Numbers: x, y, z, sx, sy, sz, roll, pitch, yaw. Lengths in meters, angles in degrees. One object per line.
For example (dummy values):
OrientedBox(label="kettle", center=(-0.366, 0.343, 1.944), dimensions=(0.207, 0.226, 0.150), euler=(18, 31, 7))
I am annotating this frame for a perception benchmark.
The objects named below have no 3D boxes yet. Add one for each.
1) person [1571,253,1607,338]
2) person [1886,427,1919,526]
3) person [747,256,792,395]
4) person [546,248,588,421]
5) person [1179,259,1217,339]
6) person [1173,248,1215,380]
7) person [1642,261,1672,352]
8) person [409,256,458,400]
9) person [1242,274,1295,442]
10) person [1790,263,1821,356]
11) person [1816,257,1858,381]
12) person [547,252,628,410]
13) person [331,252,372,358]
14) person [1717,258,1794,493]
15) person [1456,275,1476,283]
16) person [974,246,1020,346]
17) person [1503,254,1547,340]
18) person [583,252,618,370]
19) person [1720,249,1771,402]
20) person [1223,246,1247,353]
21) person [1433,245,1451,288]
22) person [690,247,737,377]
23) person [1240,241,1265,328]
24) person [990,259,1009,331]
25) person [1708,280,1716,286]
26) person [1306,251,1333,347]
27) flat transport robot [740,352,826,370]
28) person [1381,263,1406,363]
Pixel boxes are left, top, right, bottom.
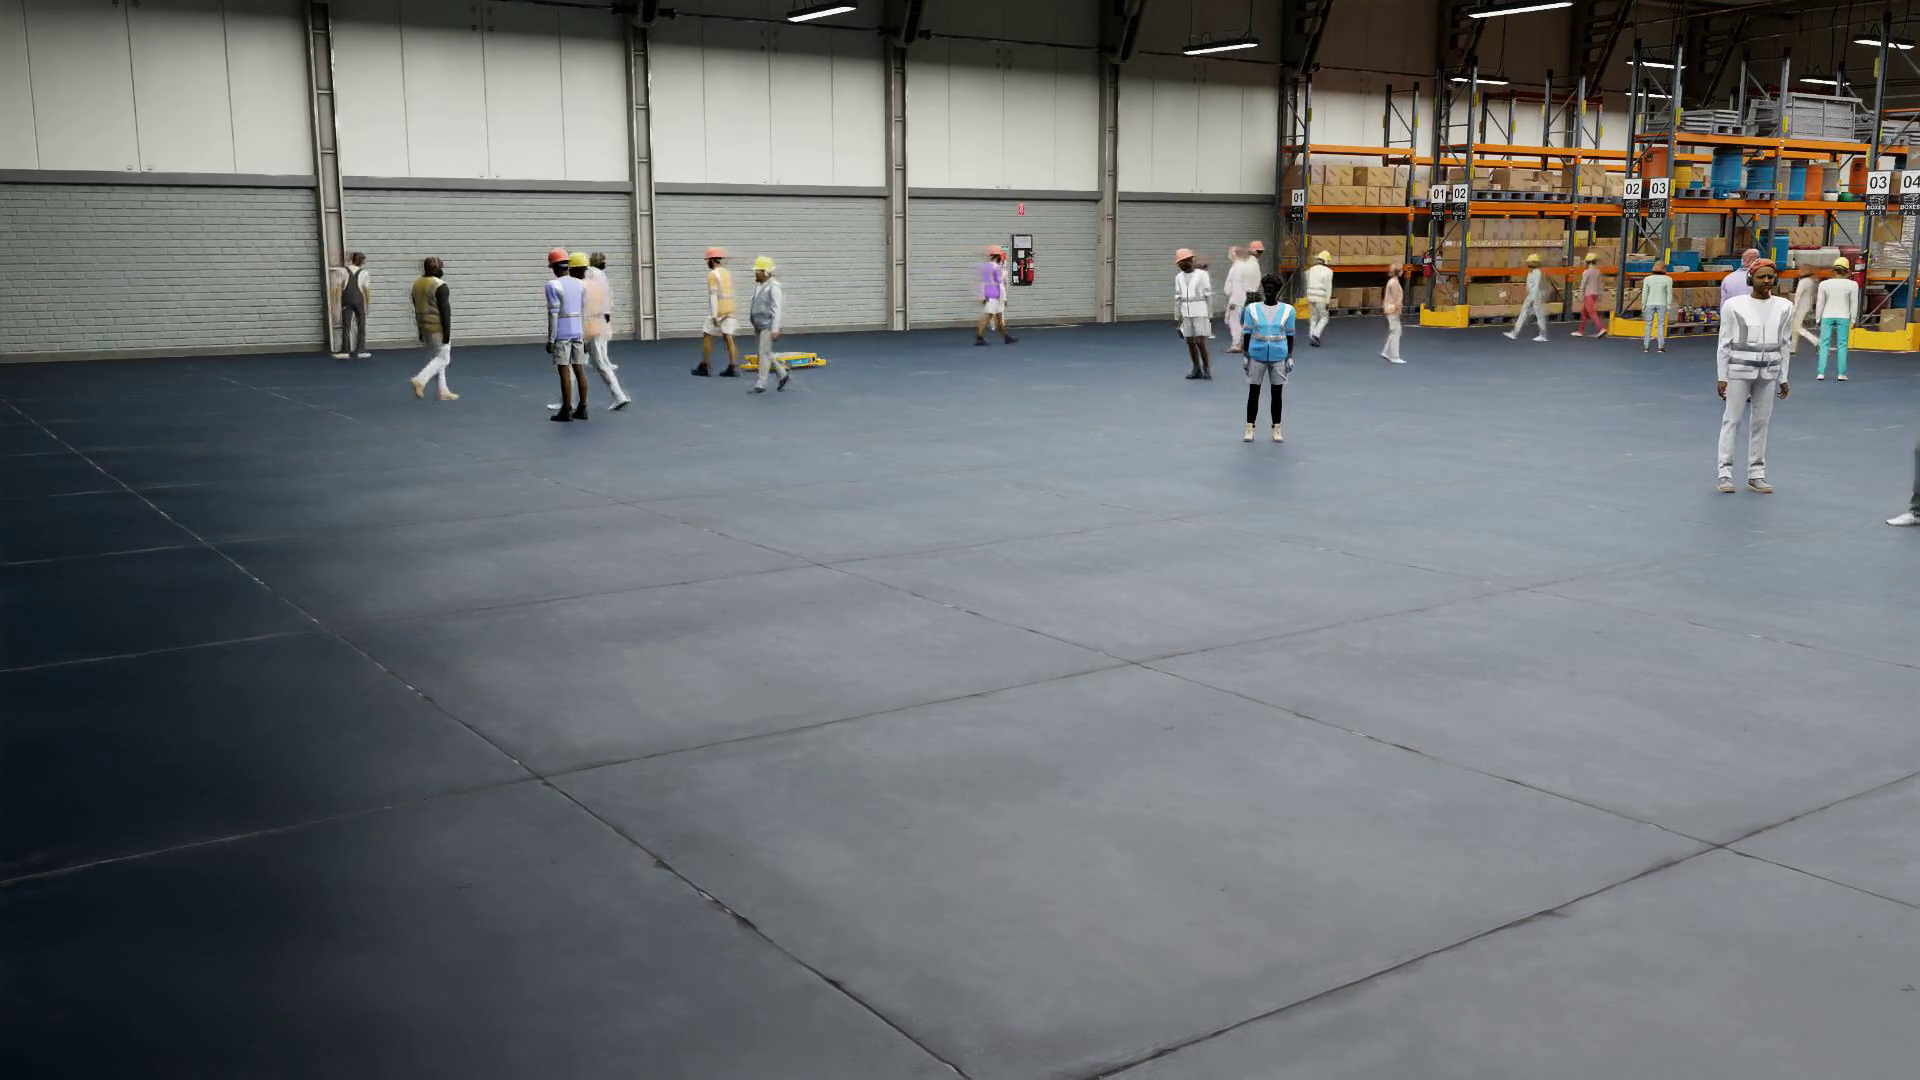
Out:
OrientedBox(label="person", center=(12.947, -5.009, 34.049), dimensions=(0.523, 1.730, 0.865), euler=(-7, 13, -35))
OrientedBox(label="person", center=(7.133, -1.020, 11.785), dimensions=(0.888, 1.895, 0.589), euler=(-1, 10, -7))
OrientedBox(label="person", center=(-2.516, -2.812, 21.824), dimensions=(0.632, 1.833, 0.605), euler=(-6, 12, -31))
OrientedBox(label="person", center=(-4.425, -2.288, 18.617), dimensions=(0.382, 1.927, 0.542), euler=(7, 13, 34))
OrientedBox(label="person", center=(4.818, -4.871, 33.643), dimensions=(0.762, 1.611, 0.519), euler=(-6, 12, -28))
OrientedBox(label="person", center=(3.345, -3.241, 23.939), dimensions=(0.583, 1.889, 0.496), euler=(9, 14, 41))
OrientedBox(label="person", center=(12.464, -4.177, 29.771), dimensions=(0.502, 1.632, 0.279), euler=(7, 12, 33))
OrientedBox(label="person", center=(-6.611, -2.619, 20.747), dimensions=(0.631, 1.822, 0.725), euler=(7, 13, 35))
OrientedBox(label="person", center=(3.090, -1.821, 16.694), dimensions=(0.529, 1.692, 0.321), euler=(2, 10, 8))
OrientedBox(label="person", center=(14.550, -3.961, 28.648), dimensions=(0.635, 1.612, 0.512), euler=(8, 13, 36))
OrientedBox(label="person", center=(12.579, -3.169, 23.884), dimensions=(0.530, 1.767, 0.328), euler=(7, 12, 32))
OrientedBox(label="person", center=(-4.412, -2.459, 19.692), dimensions=(0.984, 1.883, 0.588), euler=(4, 11, 20))
OrientedBox(label="person", center=(-10.383, -3.981, 28.260), dimensions=(0.708, 1.812, 0.357), euler=(-3, 11, -17))
OrientedBox(label="person", center=(6.391, -1.315, 13.401), dimensions=(0.576, 1.882, 0.355), euler=(0, 10, 2))
OrientedBox(label="person", center=(12.546, -6.374, 41.160), dimensions=(0.950, 1.882, 0.600), euler=(-10, 14, -42))
OrientedBox(label="person", center=(0.679, -4.623, 31.534), dimensions=(0.985, 1.883, 0.568), euler=(-5, 11, -24))
OrientedBox(label="person", center=(11.293, -4.807, 33.022), dimensions=(0.873, 1.693, 0.508), euler=(0, 10, -2))
OrientedBox(label="person", center=(-5.601, -3.514, 25.602), dimensions=(0.609, 1.830, 0.638), euler=(-6, 12, -29))
OrientedBox(label="person", center=(9.859, -2.683, 20.837), dimensions=(0.405, 1.909, 0.636), euler=(-7, 13, -35))
OrientedBox(label="person", center=(4.908, -4.256, 29.512), dimensions=(0.465, 1.888, 0.648), euler=(1, 10, 7))
OrientedBox(label="person", center=(12.411, -6.684, 42.865), dimensions=(0.328, 1.873, 0.518), euler=(-9, 14, -41))
OrientedBox(label="person", center=(-3.647, -3.362, 24.564), dimensions=(0.850, 1.898, 0.543), euler=(6, 12, 28))
OrientedBox(label="person", center=(5.990, -5.039, 33.580), dimensions=(0.749, 1.963, 0.649), euler=(4, 11, 19))
OrientedBox(label="person", center=(0.814, -5.362, 36.394), dimensions=(0.517, 1.583, 0.904), euler=(-1, 10, -5))
OrientedBox(label="person", center=(20.841, -7.357, 46.273), dimensions=(0.875, 1.994, 0.621), euler=(-5, 12, -27))
OrientedBox(label="person", center=(6.703, -4.480, 30.987), dimensions=(0.464, 1.802, 0.599), euler=(-9, 13, -40))
OrientedBox(label="flat transport robot", center=(-2.757, -2.802, 25.973), dimensions=(0.652, 0.197, 1.431), euler=(6, 12, 28))
OrientedBox(label="person", center=(7.106, -3.693, 27.124), dimensions=(0.383, 1.635, 0.538), euler=(2, 11, 11))
